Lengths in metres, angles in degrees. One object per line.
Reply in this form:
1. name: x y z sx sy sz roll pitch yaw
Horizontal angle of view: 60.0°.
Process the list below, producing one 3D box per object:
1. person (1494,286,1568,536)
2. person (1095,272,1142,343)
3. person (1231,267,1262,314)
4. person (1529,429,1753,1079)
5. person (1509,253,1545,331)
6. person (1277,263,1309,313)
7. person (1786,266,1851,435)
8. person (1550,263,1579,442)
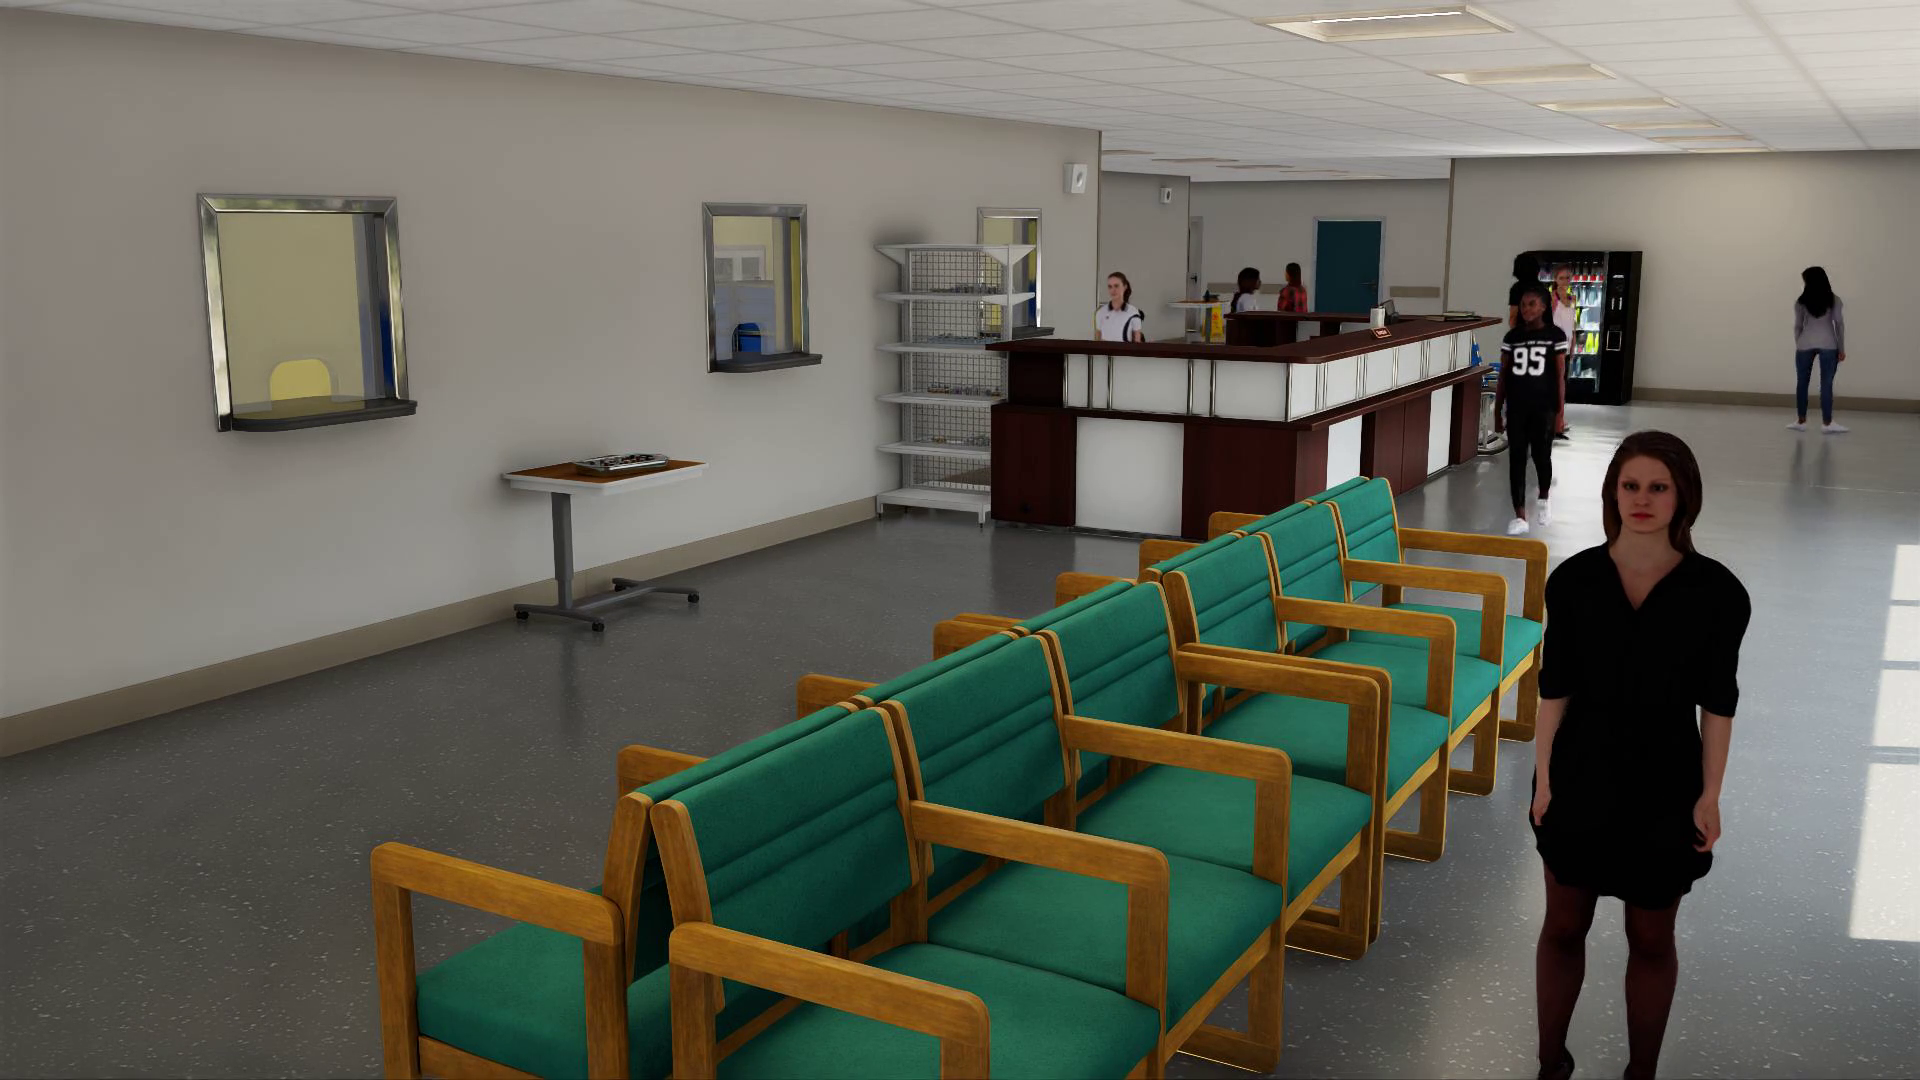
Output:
1. person: 4.032 -0.905 11.665 0.712 1.724 0.737 8 13 36
2. person: 1.381 -1.433 14.414 0.781 1.736 0.773 3 11 16
3. person: 2.882 -1.956 17.235 0.753 1.711 0.721 2 11 10
4. person: 1.545 0.584 3.866 0.443 1.705 0.647 6 12 28
5. person: 6.547 -2.366 19.100 1.050 1.809 1.106 -3 11 -16
6. person: 4.060 -2.454 19.958 0.973 1.675 0.764 10 14 42
7. person: 8.974 -1.973 17.307 0.882 1.718 0.534 -10 15 -43
8. person: 5.854 -1.847 16.520 0.773 1.764 0.826 -6 12 -29
